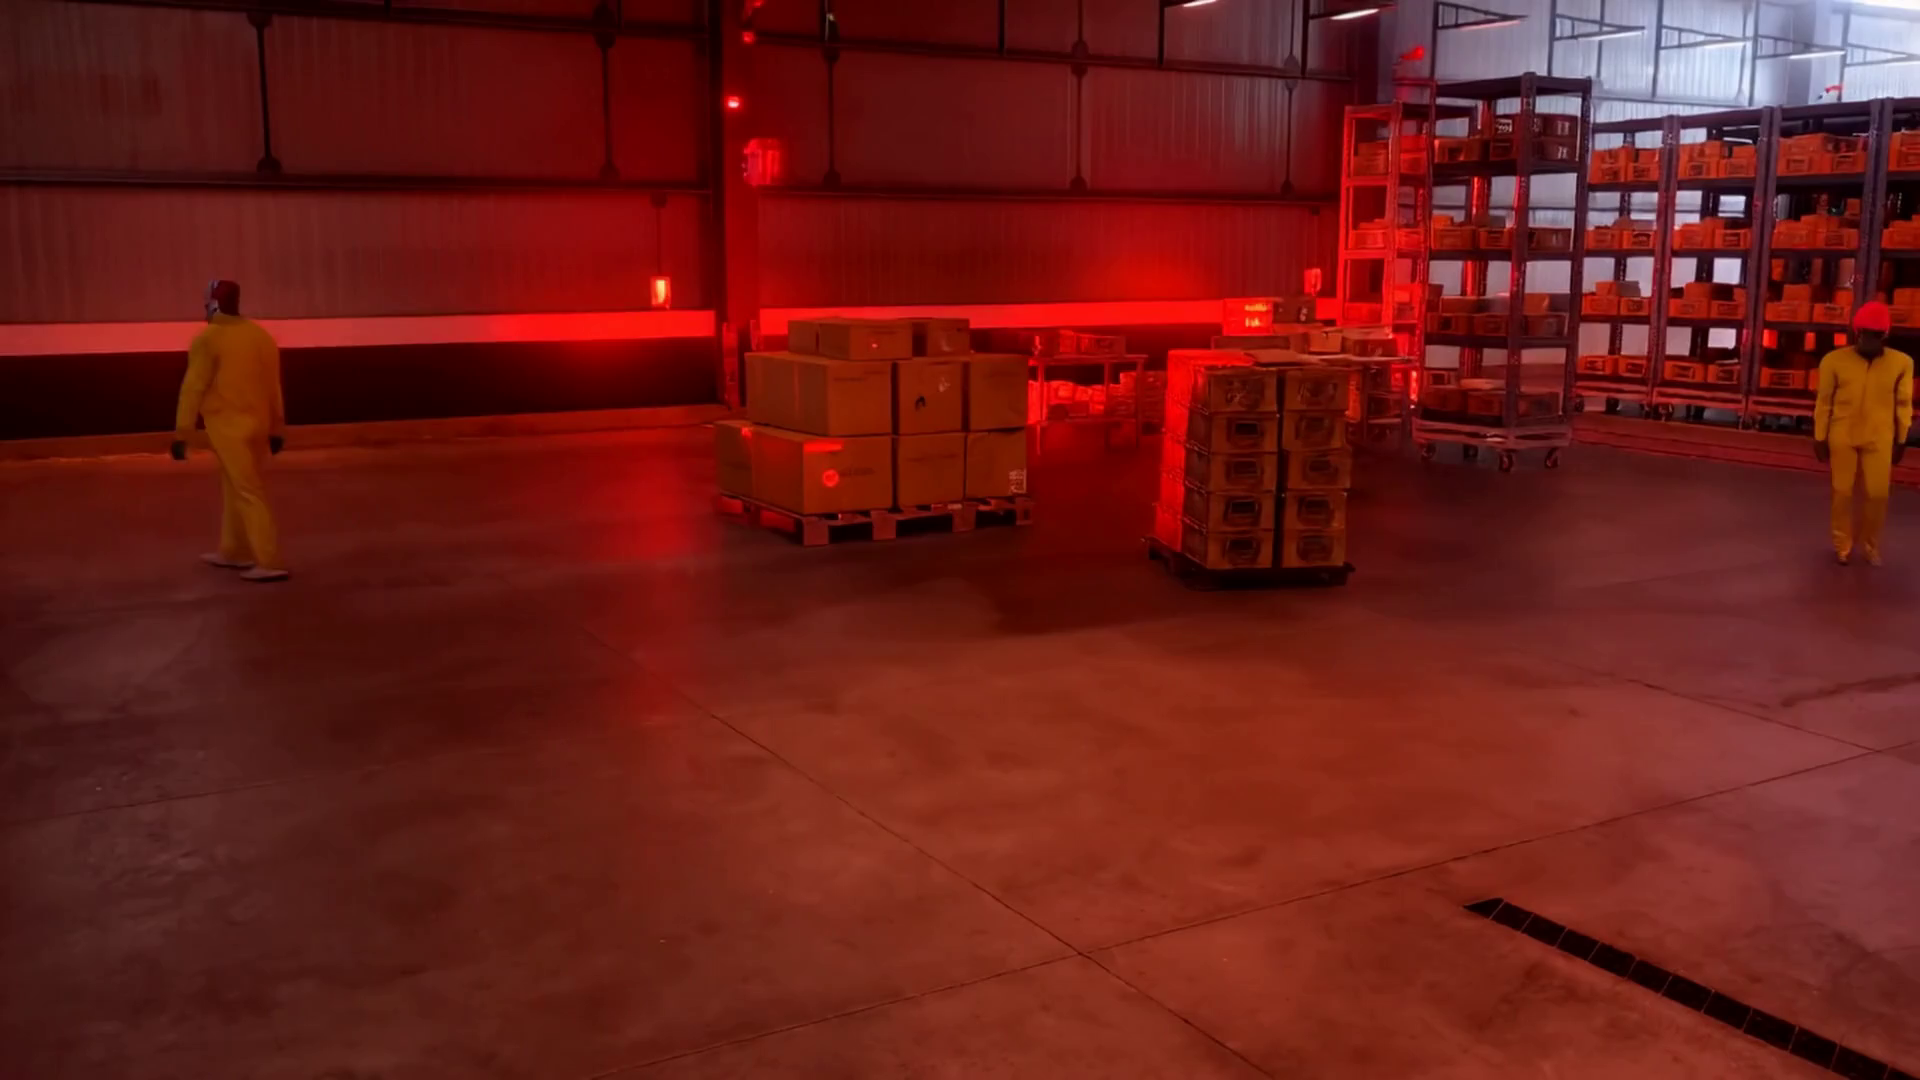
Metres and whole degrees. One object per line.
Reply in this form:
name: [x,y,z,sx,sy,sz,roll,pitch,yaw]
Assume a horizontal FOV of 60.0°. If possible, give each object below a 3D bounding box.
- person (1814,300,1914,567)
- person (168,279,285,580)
person: [5.826,-0.678,10.758,0.566,1.737,0.381,5,11,26]
person: [-4.636,-0.683,10.415,0.906,1.869,0.660,3,10,15]
